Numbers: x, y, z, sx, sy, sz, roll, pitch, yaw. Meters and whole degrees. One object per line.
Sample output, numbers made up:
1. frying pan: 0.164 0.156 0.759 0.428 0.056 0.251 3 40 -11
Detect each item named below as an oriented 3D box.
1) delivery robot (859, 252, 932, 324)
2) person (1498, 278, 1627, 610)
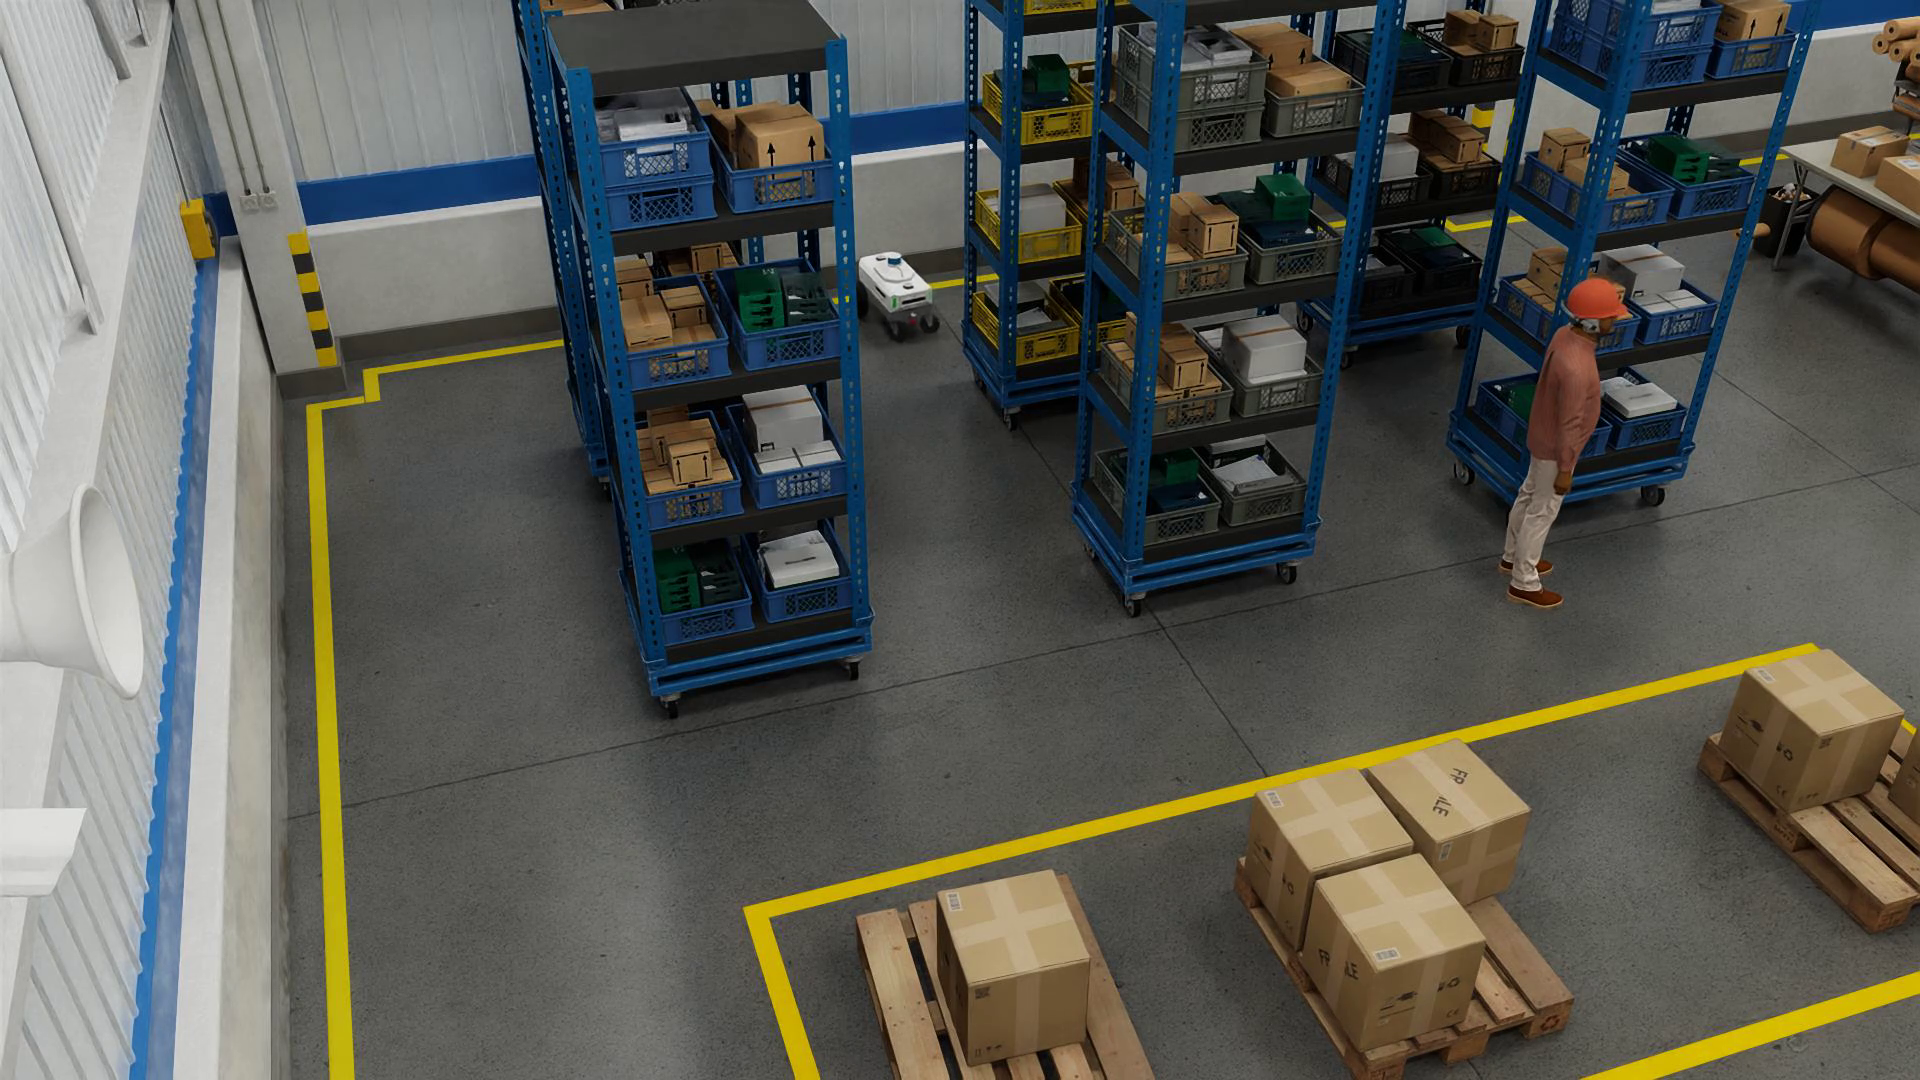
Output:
1. delivery robot: -0.484 -1.903 12.407 0.477 0.478 0.707 -15 38 -20
2. person: 3.356 -0.543 9.315 0.375 1.997 0.609 5 35 7
